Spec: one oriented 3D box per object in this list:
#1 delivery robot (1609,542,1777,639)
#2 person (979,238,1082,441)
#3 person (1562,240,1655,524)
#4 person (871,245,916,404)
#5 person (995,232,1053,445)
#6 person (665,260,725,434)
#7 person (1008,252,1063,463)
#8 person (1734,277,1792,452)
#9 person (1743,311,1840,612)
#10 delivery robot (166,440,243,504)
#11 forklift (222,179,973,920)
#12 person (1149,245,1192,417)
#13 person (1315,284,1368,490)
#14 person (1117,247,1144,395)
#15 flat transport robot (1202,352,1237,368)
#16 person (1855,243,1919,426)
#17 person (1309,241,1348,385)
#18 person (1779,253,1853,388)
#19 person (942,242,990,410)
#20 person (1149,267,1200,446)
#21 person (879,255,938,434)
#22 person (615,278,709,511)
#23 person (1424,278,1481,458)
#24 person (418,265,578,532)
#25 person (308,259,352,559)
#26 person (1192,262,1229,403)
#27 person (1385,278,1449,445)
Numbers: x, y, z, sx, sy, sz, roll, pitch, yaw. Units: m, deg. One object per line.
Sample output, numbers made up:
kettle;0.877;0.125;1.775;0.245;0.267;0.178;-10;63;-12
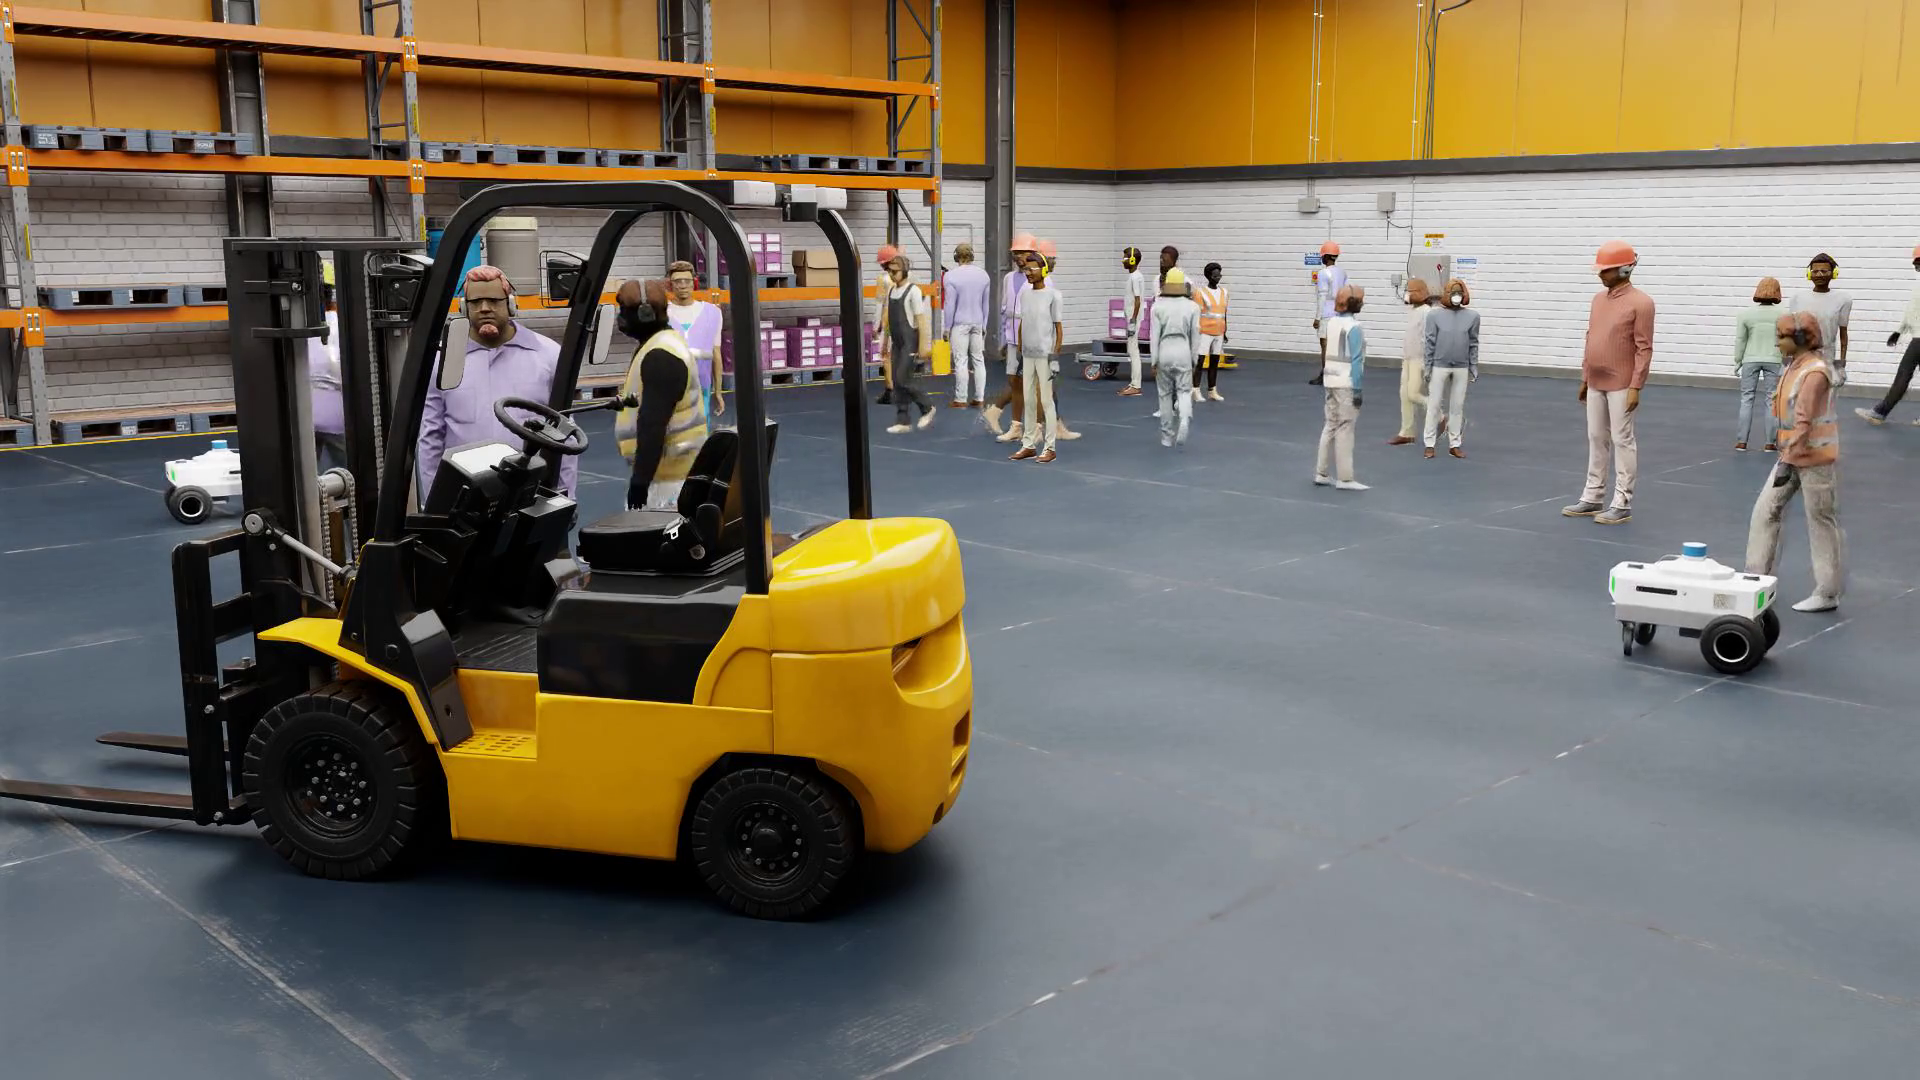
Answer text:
delivery robot;3.490;0.256;7.949;0.707;0.478;0.477;7;12;33
person;0.679;-1.974;16.442;1.005;2.006;0.608;2;11;10
person;4.591;-1.109;11.744;0.393;1.985;0.610;-3;11;-18
person;-0.762;-2.566;19.933;0.598;1.899;0.413;-6;12;-28
person;0.614;-1.935;16.078;0.608;2.048;0.366;10;14;43
person;-1.954;-1.052;11.811;0.564;1.846;0.391;-3;11;-18
person;0.687;-1.627;14.882;0.518;1.872;0.326;10;14;42
person;7.522;-1.639;15.593;0.500;1.633;0.283;5;12;27
person;4.450;-0.420;8.962;0.687;1.609;0.542;2;11;9
delivery robot;-5.282;-0.470;11.907;0.707;0.478;0.477;-6;12;-28
forklift;-1.114;-0.058;5.440;2.313;2.155;1.214;2;11;13
person;2.391;-2.341;18.666;0.526;1.908;0.606;-6;12;-31
person;3.060;-1.216;13.279;0.313;1.639;0.521;-3;11;-14
person;2.173;-2.769;21.110;0.317;1.870;0.531;1;10;4
flat transport robot;3.649;-2.792;25.596;0.652;0.197;1.431;-3;11;-18
person;10.072;-2.177;17.642;0.927;1.951;0.620;4;11;20
person;4.982;-3.063;22.516;0.544;1.943;0.347;-9;14;-42
person;7.254;-1.489;14.127;0.521;1.873;0.328;6;12;31
person;0.062;-2.476;19.331;0.628;1.936;0.375;-7;13;-34
person;2.043;-1.728;15.843;0.482;1.726;0.578;0;10;3
person;-0.551;-1.985;16.953;0.455;1.827;0.536;-7;12;-34
person;-1.431;-0.326;7.925;0.468;1.822;0.664;-3;11;-15
person;4.466;-1.555;15.131;0.501;1.633;0.285;0;10;2
person;-1.934;-0.194;7.004;0.647;1.901;0.402;-3;11;-15
person;-3.742;-0.708;9.822;0.601;1.880;0.859;1;10;6
person;3.040;-2.511;20.175;0.537;1.695;0.321;-6;12;-30
person;4.422;-1.710;16.006;0.501;1.616;0.521;-2;11;-10
